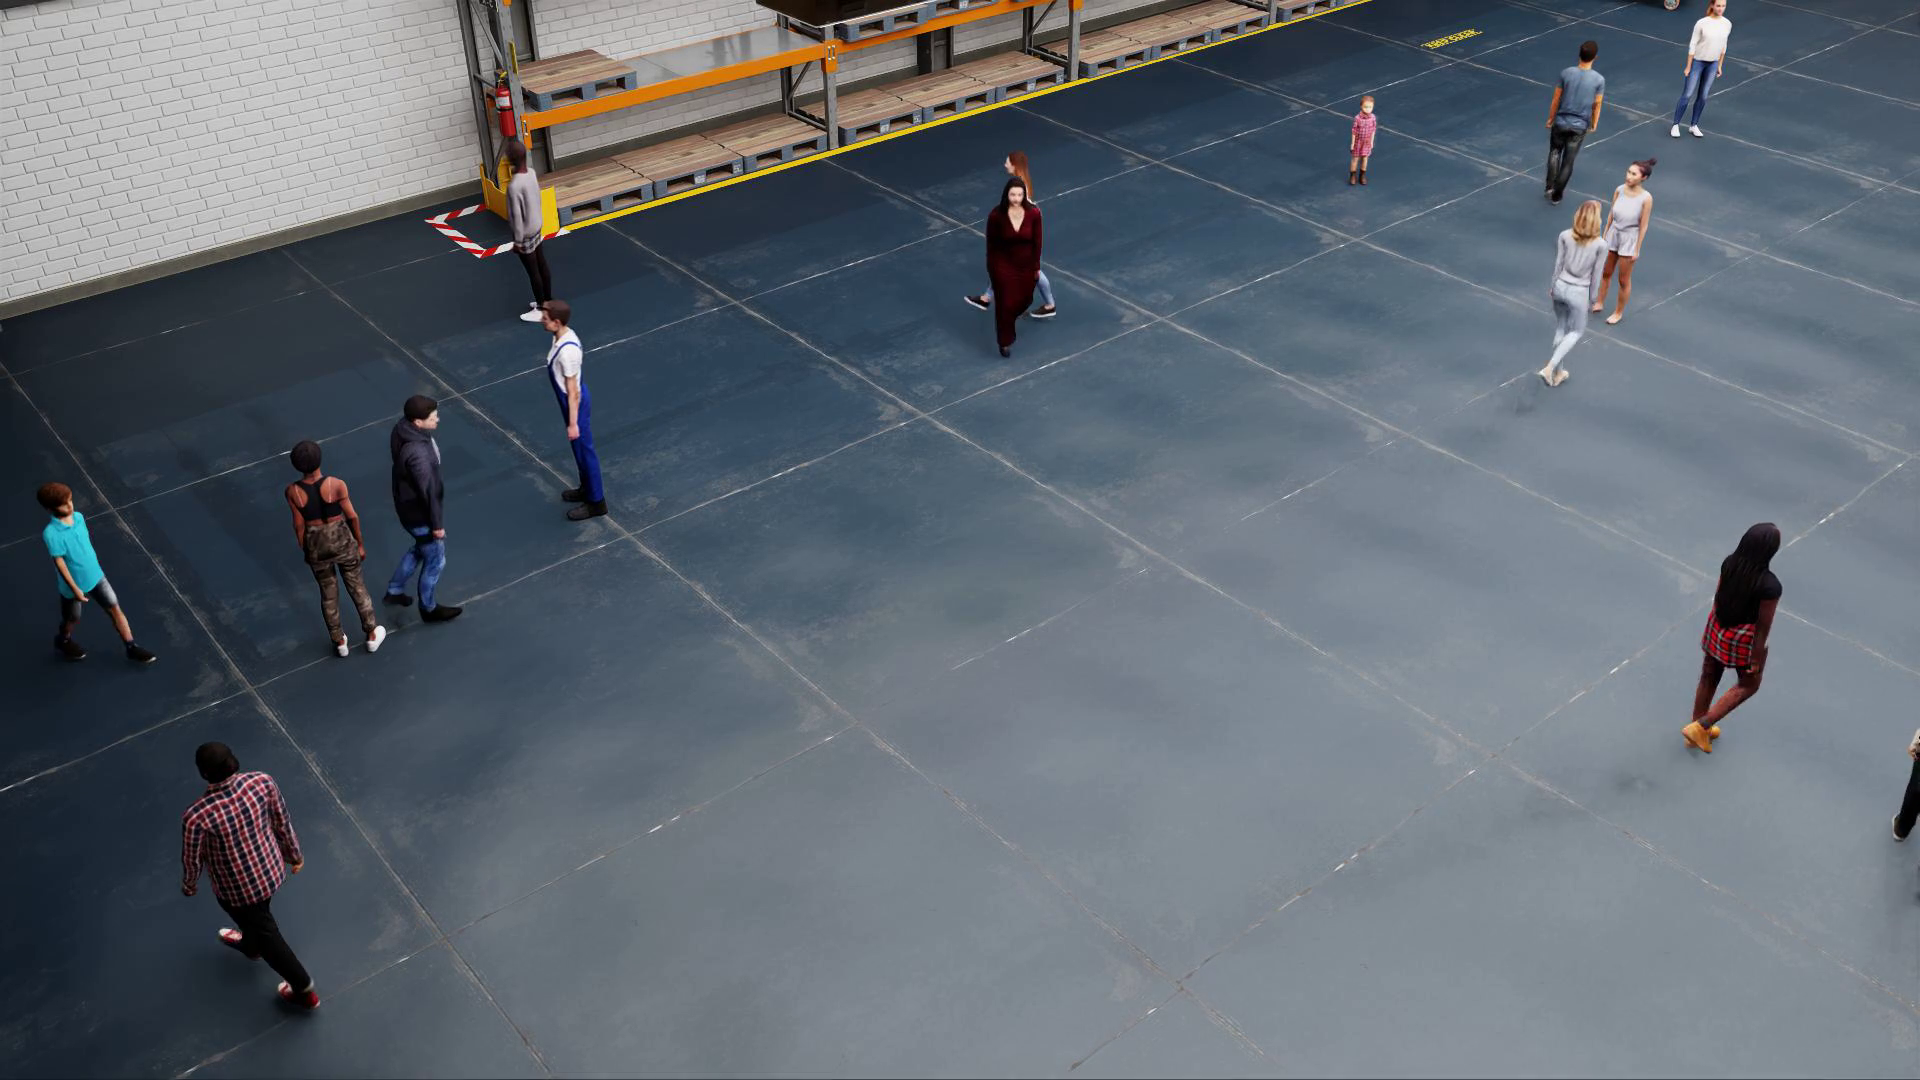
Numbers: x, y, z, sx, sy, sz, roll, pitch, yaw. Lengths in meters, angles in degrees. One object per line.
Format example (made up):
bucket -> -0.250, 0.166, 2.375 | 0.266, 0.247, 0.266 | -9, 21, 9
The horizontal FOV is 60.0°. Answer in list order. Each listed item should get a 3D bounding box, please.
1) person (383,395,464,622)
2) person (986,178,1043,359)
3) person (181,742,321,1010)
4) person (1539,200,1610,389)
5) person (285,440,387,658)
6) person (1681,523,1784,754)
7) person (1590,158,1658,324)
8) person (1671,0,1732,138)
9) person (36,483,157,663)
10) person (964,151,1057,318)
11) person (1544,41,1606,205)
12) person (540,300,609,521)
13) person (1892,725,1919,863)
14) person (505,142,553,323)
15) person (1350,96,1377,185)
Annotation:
person -> -3.837, -0.199, 11.683 | 0.932, 1.849, 0.830 | -23, 40, -31
person -> 0.483, -2.556, 15.335 | 0.955, 1.732, 0.964 | -2, 34, -3
person -> -3.720, 1.811, 8.781 | 1.010, 1.714, 1.120 | 17, 37, 23
person -> 5.337, -2.109, 14.620 | 0.668, 1.778, 0.917 | 26, 42, 34
person -> -4.321, 0.058, 11.430 | 0.611, 1.700, 0.717 | -7, 34, -11
person -> 4.825, 0.661, 10.505 | 0.782, 1.720, 0.705 | -14, 36, -20
person -> 6.358, -2.873, 15.918 | 0.530, 1.615, 0.587 | -20, 38, -27
person -> 9.002, -5.753, 20.155 | 0.664, 1.720, 0.749 | -1, 34, -2
person -> -6.098, 0.249, 11.395 | 0.880, 1.422, 0.970 | 12, 35, 17
person -> 0.660, -2.853, 15.872 | 1.182, 1.632, 1.114 | 2, 34, 3
person -> 6.705, -4.549, 18.269 | 0.775, 1.803, 0.763 | 14, 36, 21
person -> -2.996, -1.033, 12.937 | 0.731, 1.849, 0.719 | -7, 34, -11
person -> 5.799, 1.304, 9.783 | 0.748, 1.448, 0.912 | 15, 37, 22
person -> -4.113, -2.952, 15.892 | 0.755, 1.774, 0.679 | 5, 34, 8
person -> 4.615, -4.586, 19.030 | 0.491, 1.021, 0.557 | -1, 34, -1
